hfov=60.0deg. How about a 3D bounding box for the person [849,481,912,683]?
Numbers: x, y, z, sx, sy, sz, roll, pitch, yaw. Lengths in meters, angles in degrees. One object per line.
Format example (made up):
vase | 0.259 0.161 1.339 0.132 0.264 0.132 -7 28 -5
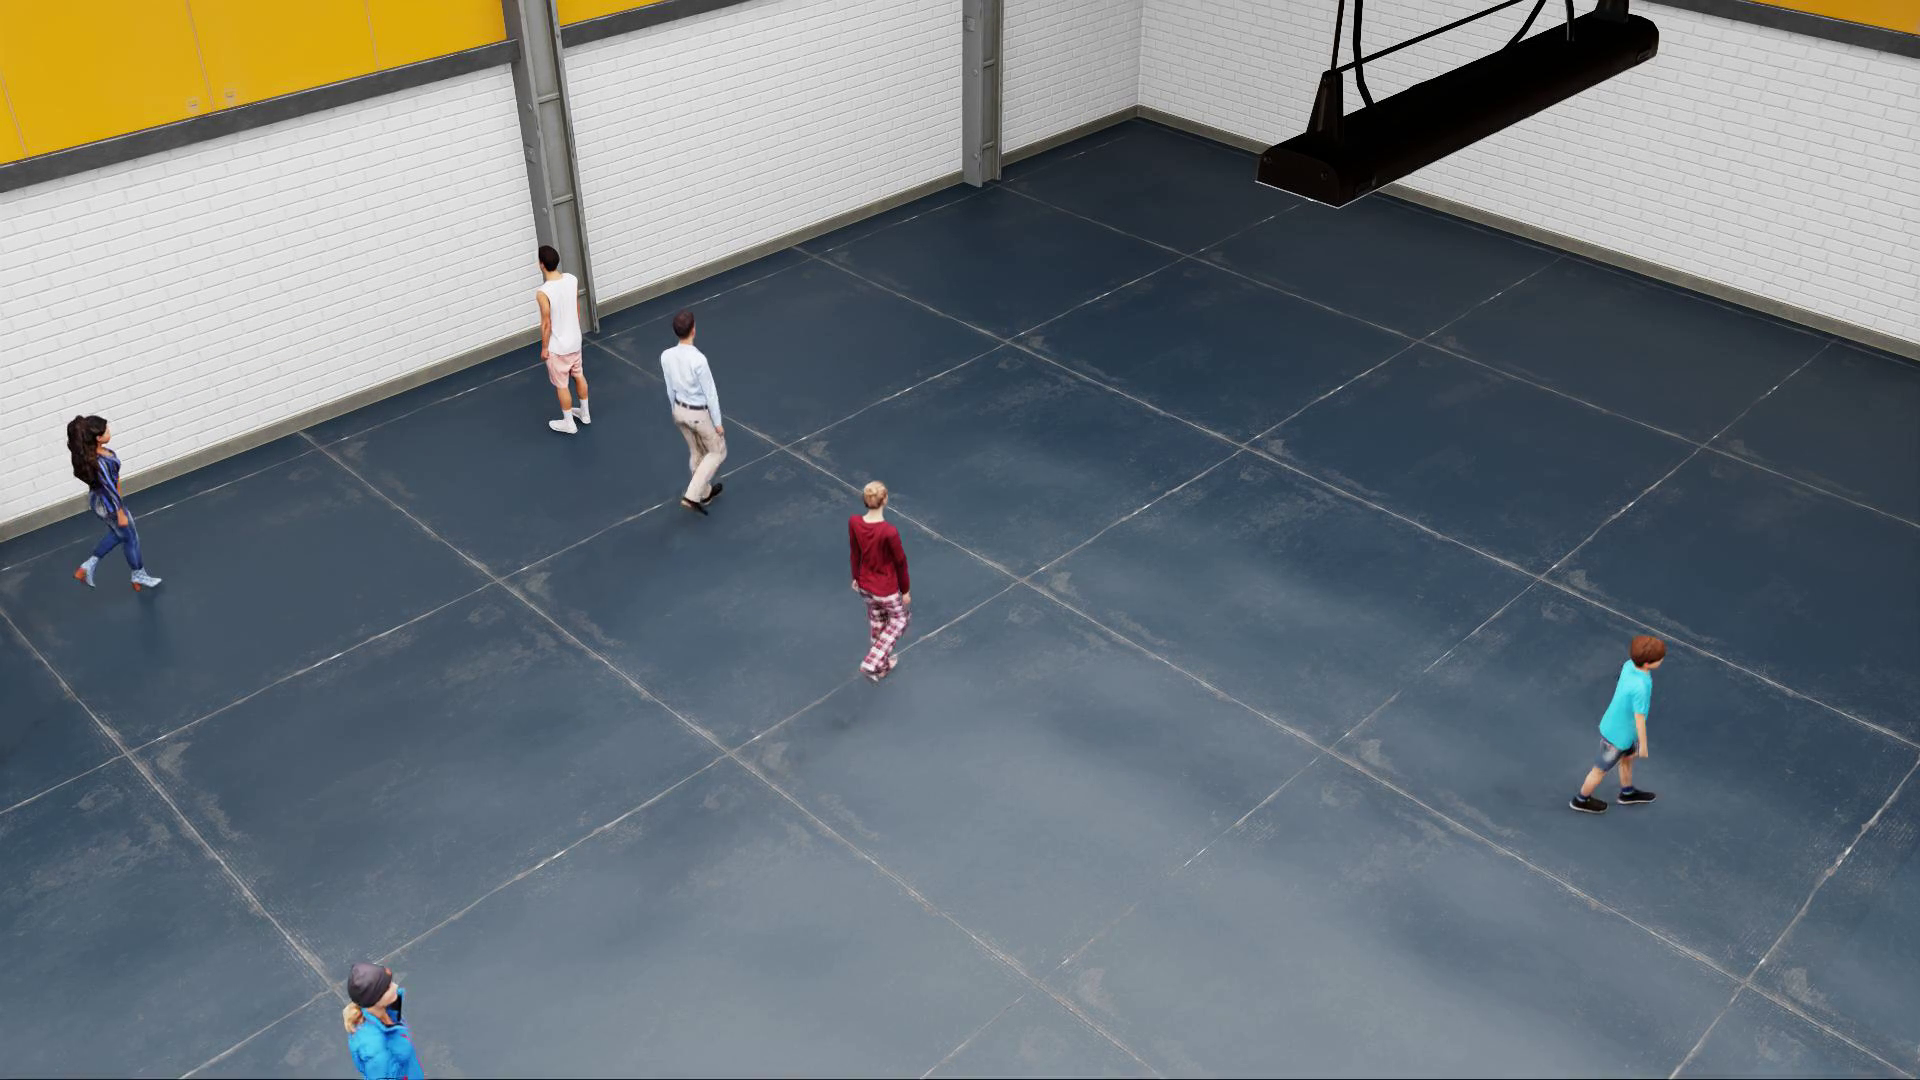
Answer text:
person | -0.608 0.348 11.913 0.711 1.691 0.776 19 38 27

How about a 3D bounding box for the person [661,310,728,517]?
person | -2.229 -1.008 13.828 0.813 1.828 0.992 17 37 24

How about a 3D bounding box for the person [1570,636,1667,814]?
person | 4.244 1.210 10.849 0.847 1.432 0.830 6 34 9

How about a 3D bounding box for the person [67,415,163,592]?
person | -6.628 -0.228 12.849 0.856 1.613 0.691 -24 40 -31

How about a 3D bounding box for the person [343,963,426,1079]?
person | -2.853 2.768 8.183 0.936 1.788 0.846 -7 34 -10

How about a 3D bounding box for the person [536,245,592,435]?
person | -3.609 -1.816 15.081 0.752 1.788 0.579 19 38 26
